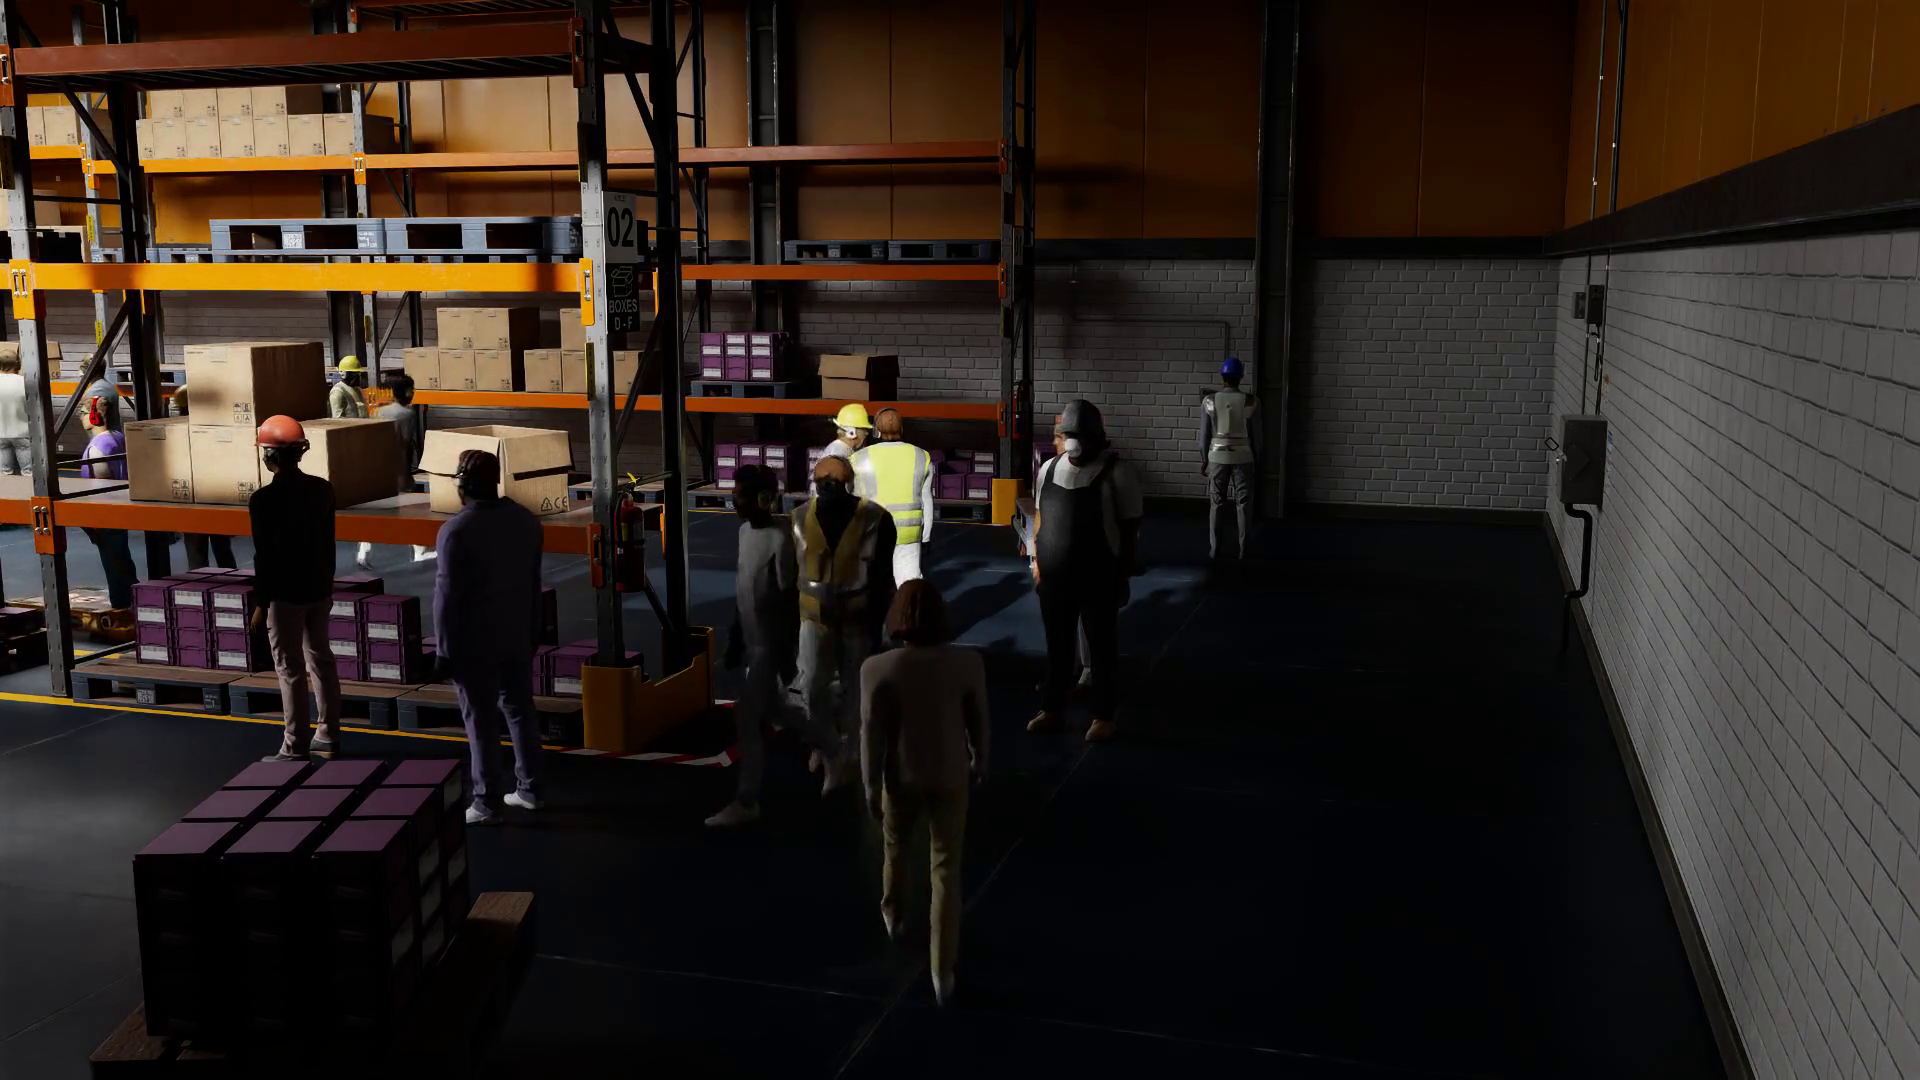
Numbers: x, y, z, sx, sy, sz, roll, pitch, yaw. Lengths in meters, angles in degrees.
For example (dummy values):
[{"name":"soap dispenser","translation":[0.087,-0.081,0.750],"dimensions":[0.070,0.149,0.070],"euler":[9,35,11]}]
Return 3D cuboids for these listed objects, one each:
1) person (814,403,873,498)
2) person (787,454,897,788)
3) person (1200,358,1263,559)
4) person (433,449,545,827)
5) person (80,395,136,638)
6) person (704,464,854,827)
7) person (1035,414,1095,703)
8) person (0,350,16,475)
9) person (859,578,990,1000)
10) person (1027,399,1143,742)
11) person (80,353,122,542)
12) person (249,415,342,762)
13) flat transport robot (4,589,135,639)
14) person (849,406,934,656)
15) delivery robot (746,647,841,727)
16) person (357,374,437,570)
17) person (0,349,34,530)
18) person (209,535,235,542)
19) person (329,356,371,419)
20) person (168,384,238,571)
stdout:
[{"name":"person","translation":[-0.867,-0.108,12.363],"dimensions":[0.489,1.806,0.602],"euler":[-2,10,-14]},{"name":"person","translation":[-0.650,0.442,8.958],"dimensions":[0.623,1.821,0.466],"euler":[1,9,6]},{"name":"person","translation":[2.613,-0.778,16.024],"dimensions":[0.604,1.941,0.400],"euler":[2,10,15]},{"name":"person","translation":[-2.397,0.488,8.434],"dimensions":[0.398,1.901,0.646],"euler":[6,11,32]},{"name":"person","translation":[-6.461,-0.179,12.657],"dimensions":[0.390,1.847,0.563],"euler":[-2,10,-12]},{"name":"person","translation":[-0.926,0.509,8.531],"dimensions":[0.847,1.843,0.510],"euler":[-5,11,-29]},{"name":"person","translation":[0.739,0.108,10.790],"dimensions":[0.337,1.883,0.584],"euler":[-6,11,-31]},{"name":"person","translation":[-10.843,-1.224,18.744],"dimensions":[0.364,1.939,0.542],"euler":[-5,11,-30]},{"name":"person","translation":[-0.140,0.940,6.623],"dimensions":[0.518,1.591,0.856],"euler":[-1,9,-4]},{"name":"person","translation":[0.704,0.178,9.892],"dimensions":[0.680,2.000,0.536],"euler":[6,11,33]},{"name":"person","translation":[-8.775,-0.942,17.027],"dimensions":[0.371,1.941,0.627],"euler":[-2,10,-13]},{"name":"person","translation":[-3.725,0.298,9.299],"dimensions":[0.382,1.995,0.612],"euler":[3,10,18]},{"name":"flat transport robot","translation":[-6.719,0.558,12.952],"dimensions":[1.431,0.197,0.652],"euler":[4,10,24]},{"name":"person","translation":[-0.491,-0.013,11.658],"dimensions":[0.625,1.846,0.429],"euler":[-2,10,-15]},{"name":"delivery robot","translation":[-0.927,0.879,9.852],"dimensions":[0.707,0.478,0.477],"euler":[7,12,36]},{"name":"person","translation":[-5.336,-0.640,15.583],"dimensions":[0.574,1.824,0.963],"euler":[4,10,25]},{"name":"person","translation":[-10.120,-1.069,17.810],"dimensions":[0.634,1.936,0.351],"euler":[-2,10,-12]},{"name":"person","translation":[-7.728,-0.903,17.072],"dimensions":[0.344,1.846,0.507],"euler":[0,9,1]},{"name":"person","translation":[-6.762,-1.136,18.538],"dimensions":[0.404,1.829,0.600],"euler":[0,9,3]},{"name":"person","translation":[-5.838,-0.238,12.790],"dimensions":[0.386,1.923,0.612],"euler":[5,11,29]}]
